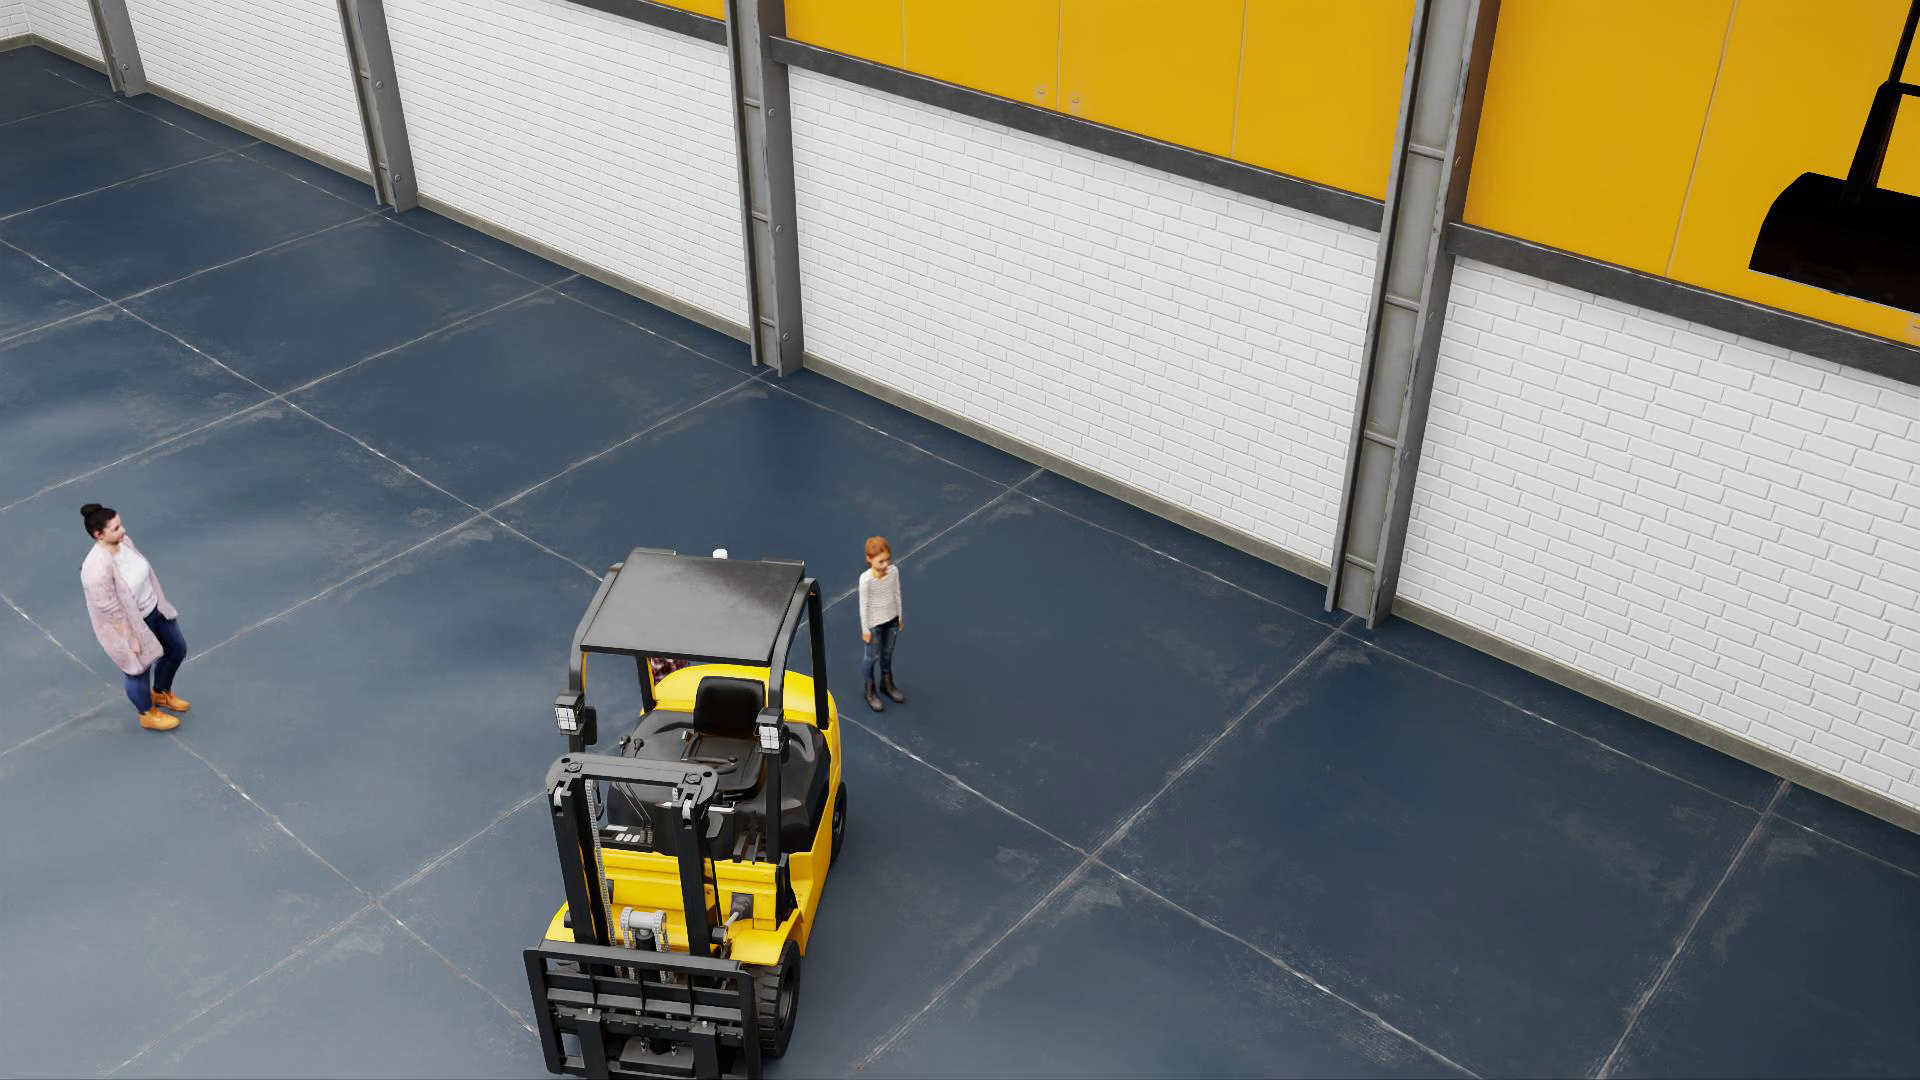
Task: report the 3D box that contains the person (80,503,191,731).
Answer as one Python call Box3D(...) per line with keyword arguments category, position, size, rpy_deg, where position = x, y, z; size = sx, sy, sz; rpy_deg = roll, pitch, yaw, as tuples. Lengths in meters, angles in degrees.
Box3D(category="person", position=(-5.379, 0.507, 10.620), size=(0.847, 1.732, 0.808), rpy_deg=(1, 34, 2))

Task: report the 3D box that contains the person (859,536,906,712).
Box3D(category="person", position=(-0.527, 0.531, 10.961), size=(0.493, 1.314, 0.511), rpy_deg=(-25, 41, -32))
